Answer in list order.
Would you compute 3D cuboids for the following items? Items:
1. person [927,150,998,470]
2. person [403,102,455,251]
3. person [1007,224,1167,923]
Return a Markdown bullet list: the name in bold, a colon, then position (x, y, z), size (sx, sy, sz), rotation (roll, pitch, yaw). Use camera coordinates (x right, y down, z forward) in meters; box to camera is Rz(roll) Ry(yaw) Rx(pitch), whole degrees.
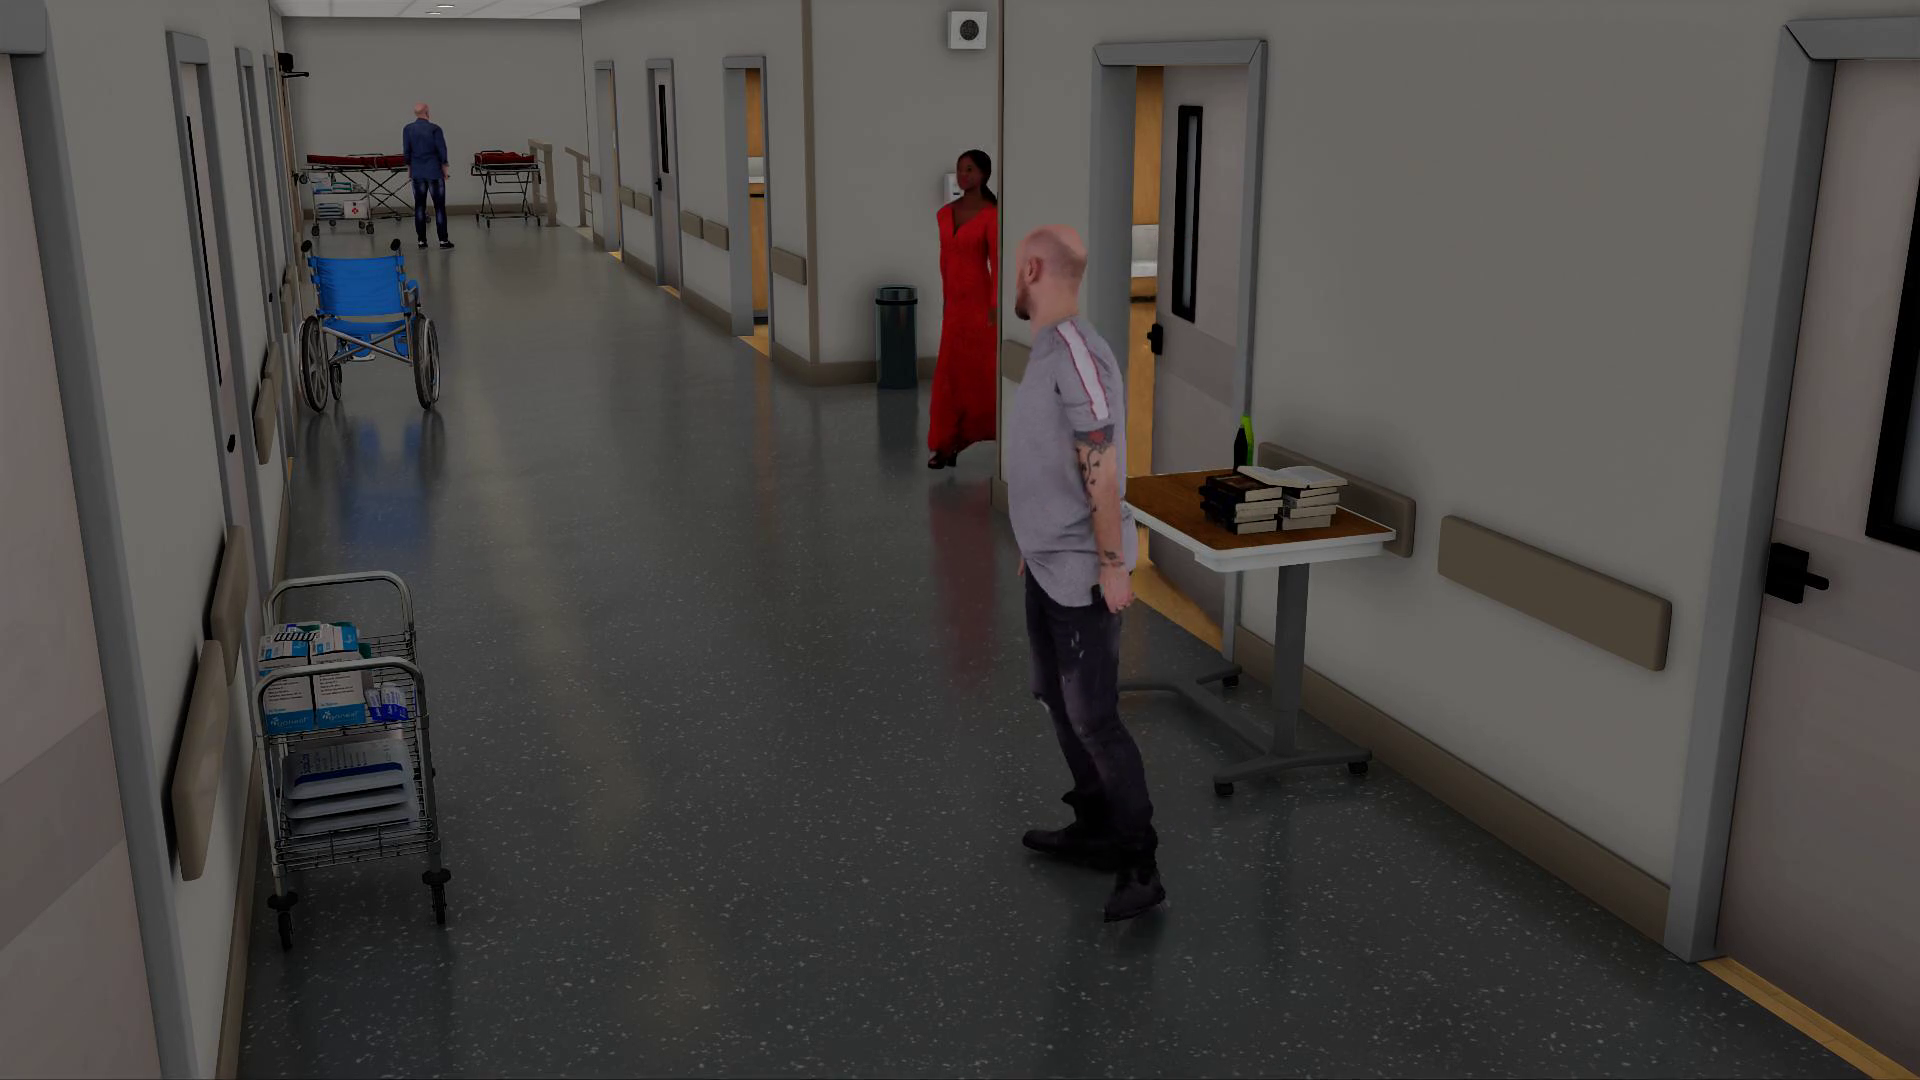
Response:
- **person**: position (0.139, -1.289, 9.431), size (1.138, 1.753, 1.099), rotation (10, 19, 32)
- **person**: position (-6.756, -4.619, 21.107), size (0.793, 1.825, 0.720), rotation (0, 16, 0)
- **person**: position (0.368, 0.090, 4.451), size (1.004, 1.800, 0.687), rotation (-6, 17, -19)
